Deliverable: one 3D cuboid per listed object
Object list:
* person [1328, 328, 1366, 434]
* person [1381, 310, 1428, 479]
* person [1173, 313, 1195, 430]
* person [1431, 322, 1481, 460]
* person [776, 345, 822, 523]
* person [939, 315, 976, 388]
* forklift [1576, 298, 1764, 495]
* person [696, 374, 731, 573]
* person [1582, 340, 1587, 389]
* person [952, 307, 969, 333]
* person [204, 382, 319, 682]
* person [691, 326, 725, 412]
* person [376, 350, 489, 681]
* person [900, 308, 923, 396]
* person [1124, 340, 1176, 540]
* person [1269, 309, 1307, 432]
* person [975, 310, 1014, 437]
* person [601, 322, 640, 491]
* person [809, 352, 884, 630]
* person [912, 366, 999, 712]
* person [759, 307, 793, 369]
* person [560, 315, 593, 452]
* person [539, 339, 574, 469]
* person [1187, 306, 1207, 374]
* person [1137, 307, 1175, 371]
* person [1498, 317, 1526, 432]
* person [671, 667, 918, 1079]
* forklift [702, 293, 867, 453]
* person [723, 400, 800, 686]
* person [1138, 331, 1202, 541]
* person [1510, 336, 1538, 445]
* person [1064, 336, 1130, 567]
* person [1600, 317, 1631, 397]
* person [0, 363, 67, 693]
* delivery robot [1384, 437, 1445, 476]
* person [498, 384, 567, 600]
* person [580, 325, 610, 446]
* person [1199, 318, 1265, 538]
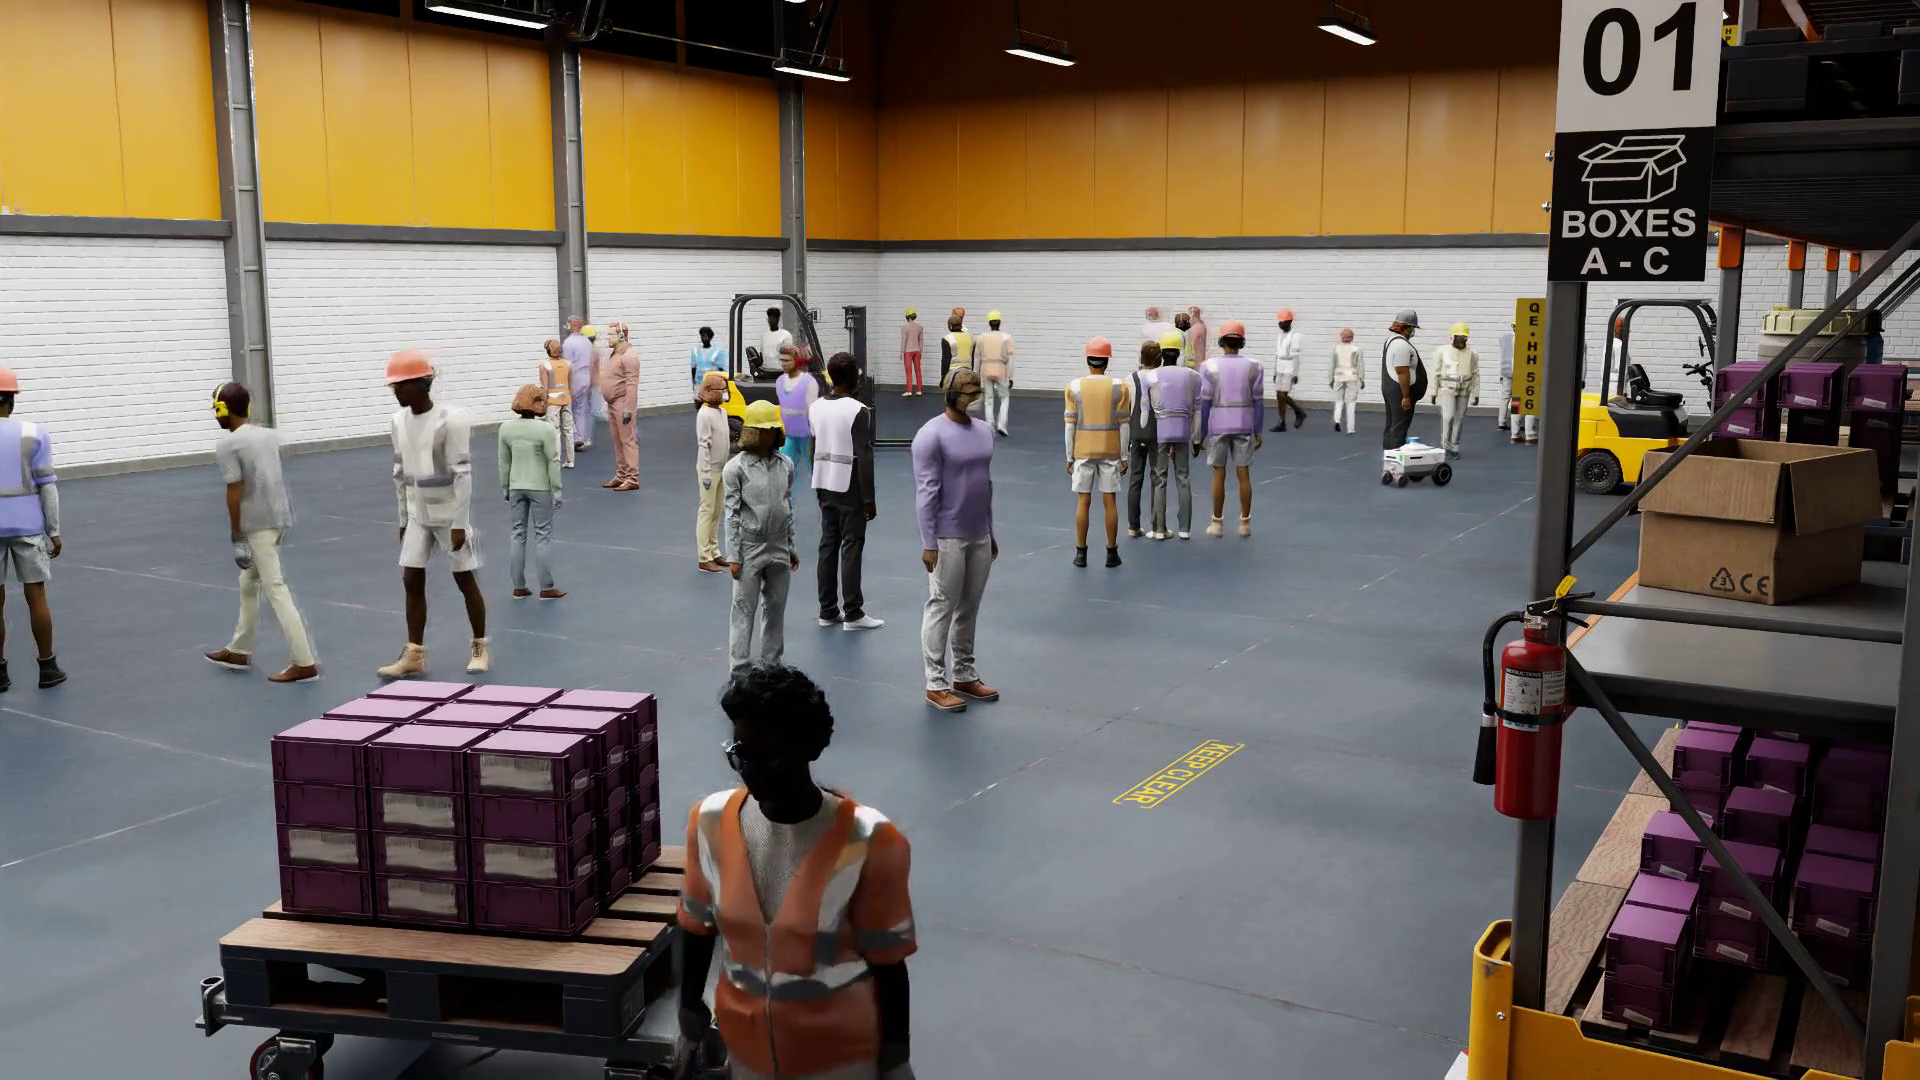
[{"bbox_3d":[5.941,-2.437,25.520,0.546,1.623,0.364,5,10,28],"label":"person"},{"bbox_3d":[5.354,-1.767,20.050,0.536,2.000,0.677,0,9,-1],"label":"person"},{"bbox_3d":[3.464,-2.628,26.046,0.429,1.845,0.621,1,9,3],"label":"person"},{"bbox_3d":[6.541,-1.947,21.860,0.625,1.814,0.513,-1,9,-5],"label":"person"},{"bbox_3d":[-1.513,-1.001,16.095,0.580,1.784,1.035,8,12,40],"label":"person"},{"bbox_3d":[-0.060,-2.424,24.791,0.619,1.839,0.430,-8,12,-41],"label":"person"},{"bbox_3d":[7.954,-1.589,18.462,2.313,2.155,1.214,5,11,30],"label":"forklift"},{"bbox_3d":[-2.027,-0.558,13.769,0.285,1.633,0.501,2,9,12],"label":"person"},{"bbox_3d":[9.331,-2.533,25.673,0.636,1.794,0.873,3,10,18],"label":"person"},{"bbox_3d":[-0.017,-2.988,28.161,0.354,1.883,0.572,-2,9,-14],"label":"person"},{"bbox_3d":[-4.309,-0.043,10.097,0.988,1.782,0.519,2,9,12],"label":"person"},{"bbox_3d":[-3.742,-2.339,24.716,0.540,1.684,0.406,2,9,10],"label":"person"},{"bbox_3d":[-3.189,-0.143,10.086,0.624,2.008,0.686,4,10,25],"label":"person"},{"bbox_3d":[-0.981,-3.759,33.346,0.534,1.765,0.323,-7,11,-35],"label":"person"},{"bbox_3d":[1.750,-0.917,15.351,0.516,1.844,0.332,5,10,29],"label":"person"},{"bbox_3d":[5.072,-2.617,25.736,0.507,1.917,0.560,-4,10,-22],"label":"person"},{"bbox_3d":[0.517,-2.472,24.851,0.594,1.907,0.404,2,9,10],"label":"person"},{"bbox_3d":[-3.861,-1.513,18.880,0.410,1.909,0.643,-6,11,-31],"label":"person"},{"bbox_3d":[-0.810,-0.332,11.479,0.592,1.917,0.392,9,13,44],"label":"person"},{"bbox_3d":[-0.005,-0.013,9.420,0.359,1.937,0.635,7,12,38],"label":"person"},{"bbox_3d":[-2.869,-2.679,26.022,0.633,1.947,0.550,5,10,29],"label":"person"},{"bbox_3d":[-5.289,-2.125,22.768,0.440,1.893,0.663,3,10,18],"label":"person"},{"bbox_3d":[-5.039,-1.686,20.789,0.312,1.642,0.512,7,11,36],"label":"person"},{"bbox_3d":[4.023,-3.117,28.973,0.581,1.889,0.646,3,10,18],"label":"person"},{"bbox_3d":[3.361,-3.028,28.440,0.716,1.883,0.436,2,9,12],"label":"person"},{"bbox_3d":[8.637,-2.583,25.832,0.403,1.826,0.596,-7,12,-38],"label":"person"},{"bbox_3d":[-0.341,1.061,3.609,0.557,1.668,0.774,3,10,20],"label":"person"},{"bbox_3d":[-2.458,-2.344,23.176,2.313,2.155,1.214,0,9,-2],"label":"forklift"},{"bbox_3d":[-1.118,0.070,9.507,0.304,1.743,0.494,9,13,44],"label":"person"},{"bbox_3d":[1.927,-0.954,15.330,0.594,1.924,0.382,-1,9,-8],"label":"person"},{"bbox_3d":[8.164,-2.309,23.836,0.368,1.922,0.632,-5,10,-29],"label":"person"},{"bbox_3d":[1.144,-0.731,13.905,0.545,1.938,0.361,1,9,5],"label":"person"},{"bbox_3d":[8.637,-1.989,21.925,0.359,1.883,0.573,0,9,-1],"label":"person"},{"bbox_3d":[-5.609,-0.072,9.801,0.551,1.932,0.377,-4,10,-23],"label":"person"},{"bbox_3d":[5.262,-0.947,19.260,0.707,0.478,0.477,-5,10,-26],"label":"delivery robot"},{"bbox_3d":[-3.227,-0.360,12.533,0.507,1.632,0.267,3,10,18],"label":"person"},{"bbox_3d":[-5.128,-2.172,23.585,0.748,1.759,0.533,-1,9,-9],"label":"person"},{"bbox_3d":[2.516,-1.039,15.498,0.614,2.040,0.390,0,9,-2],"label":"person"}]
